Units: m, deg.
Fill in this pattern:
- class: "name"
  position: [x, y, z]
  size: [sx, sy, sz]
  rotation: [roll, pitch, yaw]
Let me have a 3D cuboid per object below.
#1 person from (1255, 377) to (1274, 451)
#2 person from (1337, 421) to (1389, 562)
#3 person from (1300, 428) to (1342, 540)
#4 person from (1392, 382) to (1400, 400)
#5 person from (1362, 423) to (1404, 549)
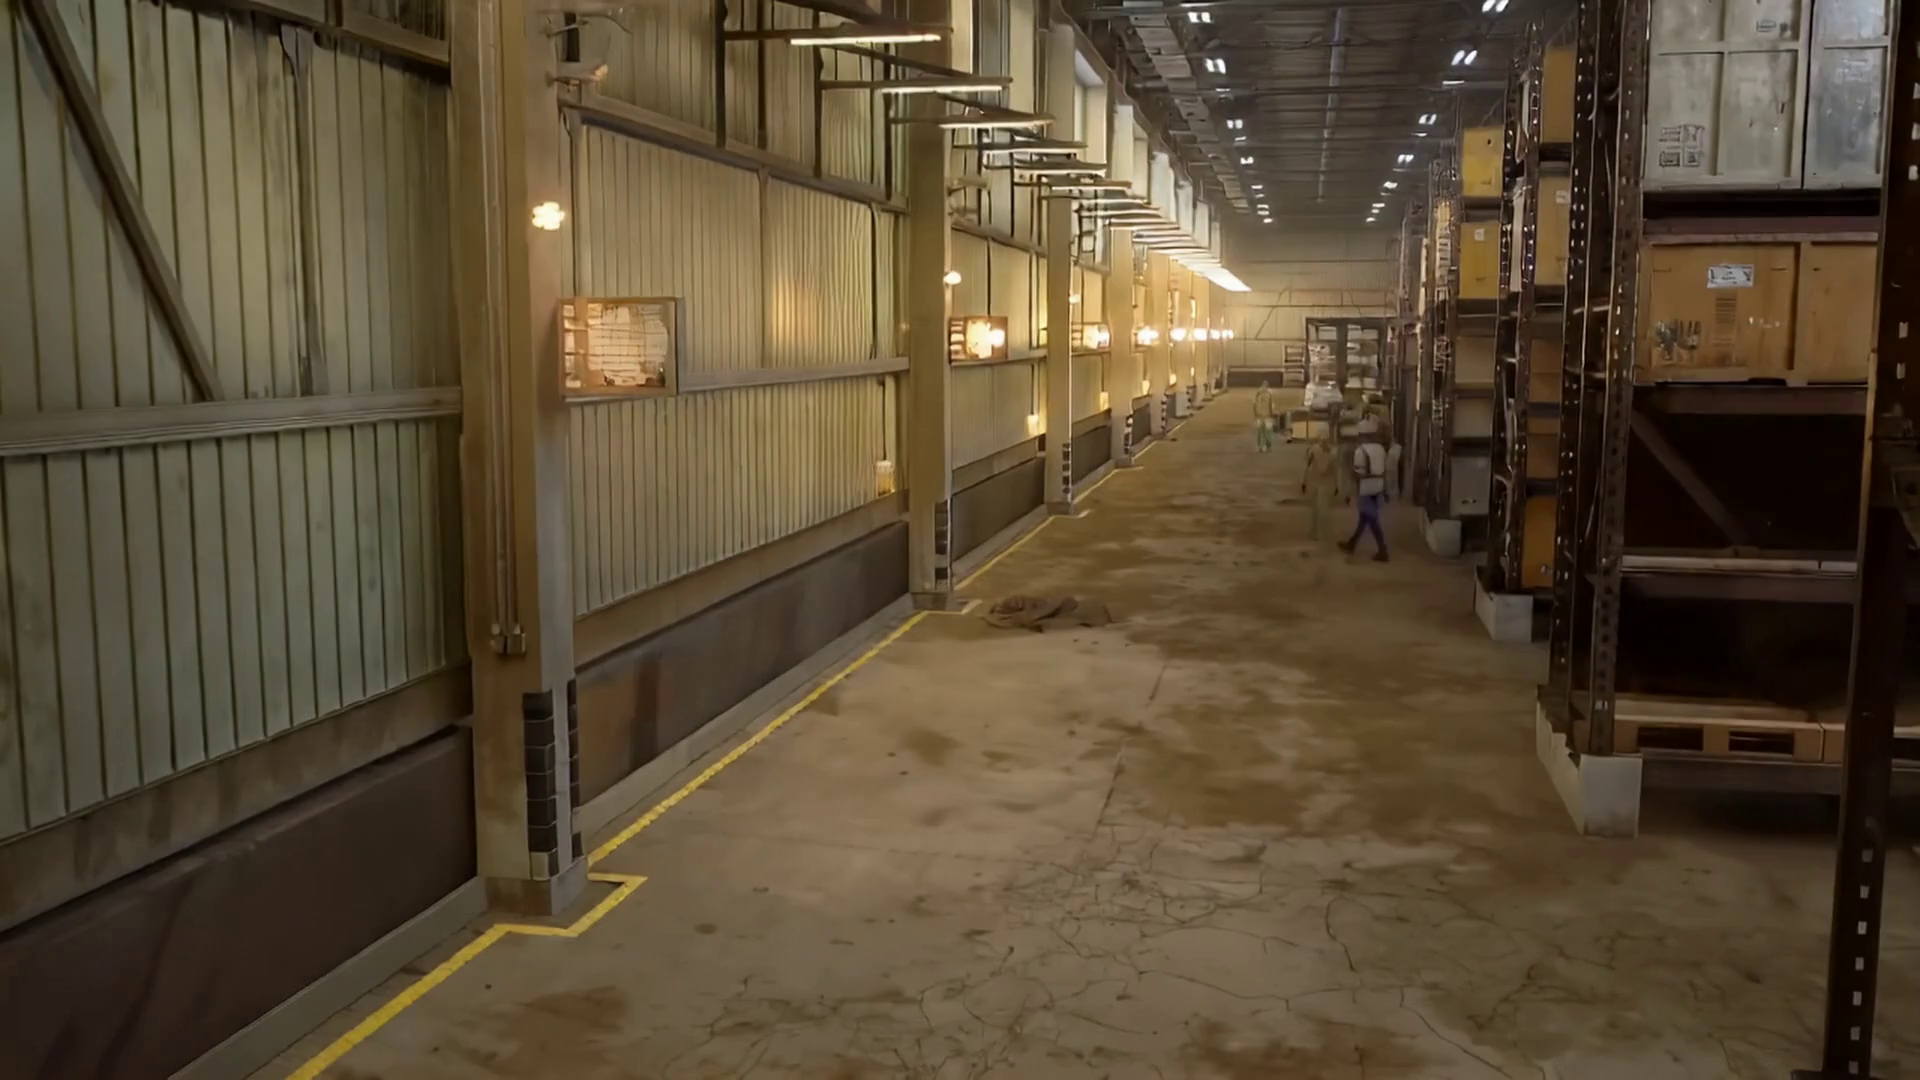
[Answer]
- class: "person"
  position: [7.959, -3.269, 43.300]
  size: [0.357, 1.936, 0.551]
  rotation: [-6, 9, -41]
- class: "person"
  position: [5.520, -0.671, 22.684]
  size: [0.555, 1.883, 0.996]
  rotation: [-5, 9, -34]
- class: "person"
  position: [5.436, -0.853, 24.967]
  size: [0.590, 1.696, 0.922]
  rotation: [0, 7, -2]
- class: "person"
  position: [12.347, -3.601, 46.784]
  size: [0.347, 1.735, 0.485]
  rotation: [-5, 9, -34]
- class: "person"
  position: [6.035, -0.785, 23.883]
  size: [0.643, 1.823, 0.577]
  rotation: [1, 7, 5]
